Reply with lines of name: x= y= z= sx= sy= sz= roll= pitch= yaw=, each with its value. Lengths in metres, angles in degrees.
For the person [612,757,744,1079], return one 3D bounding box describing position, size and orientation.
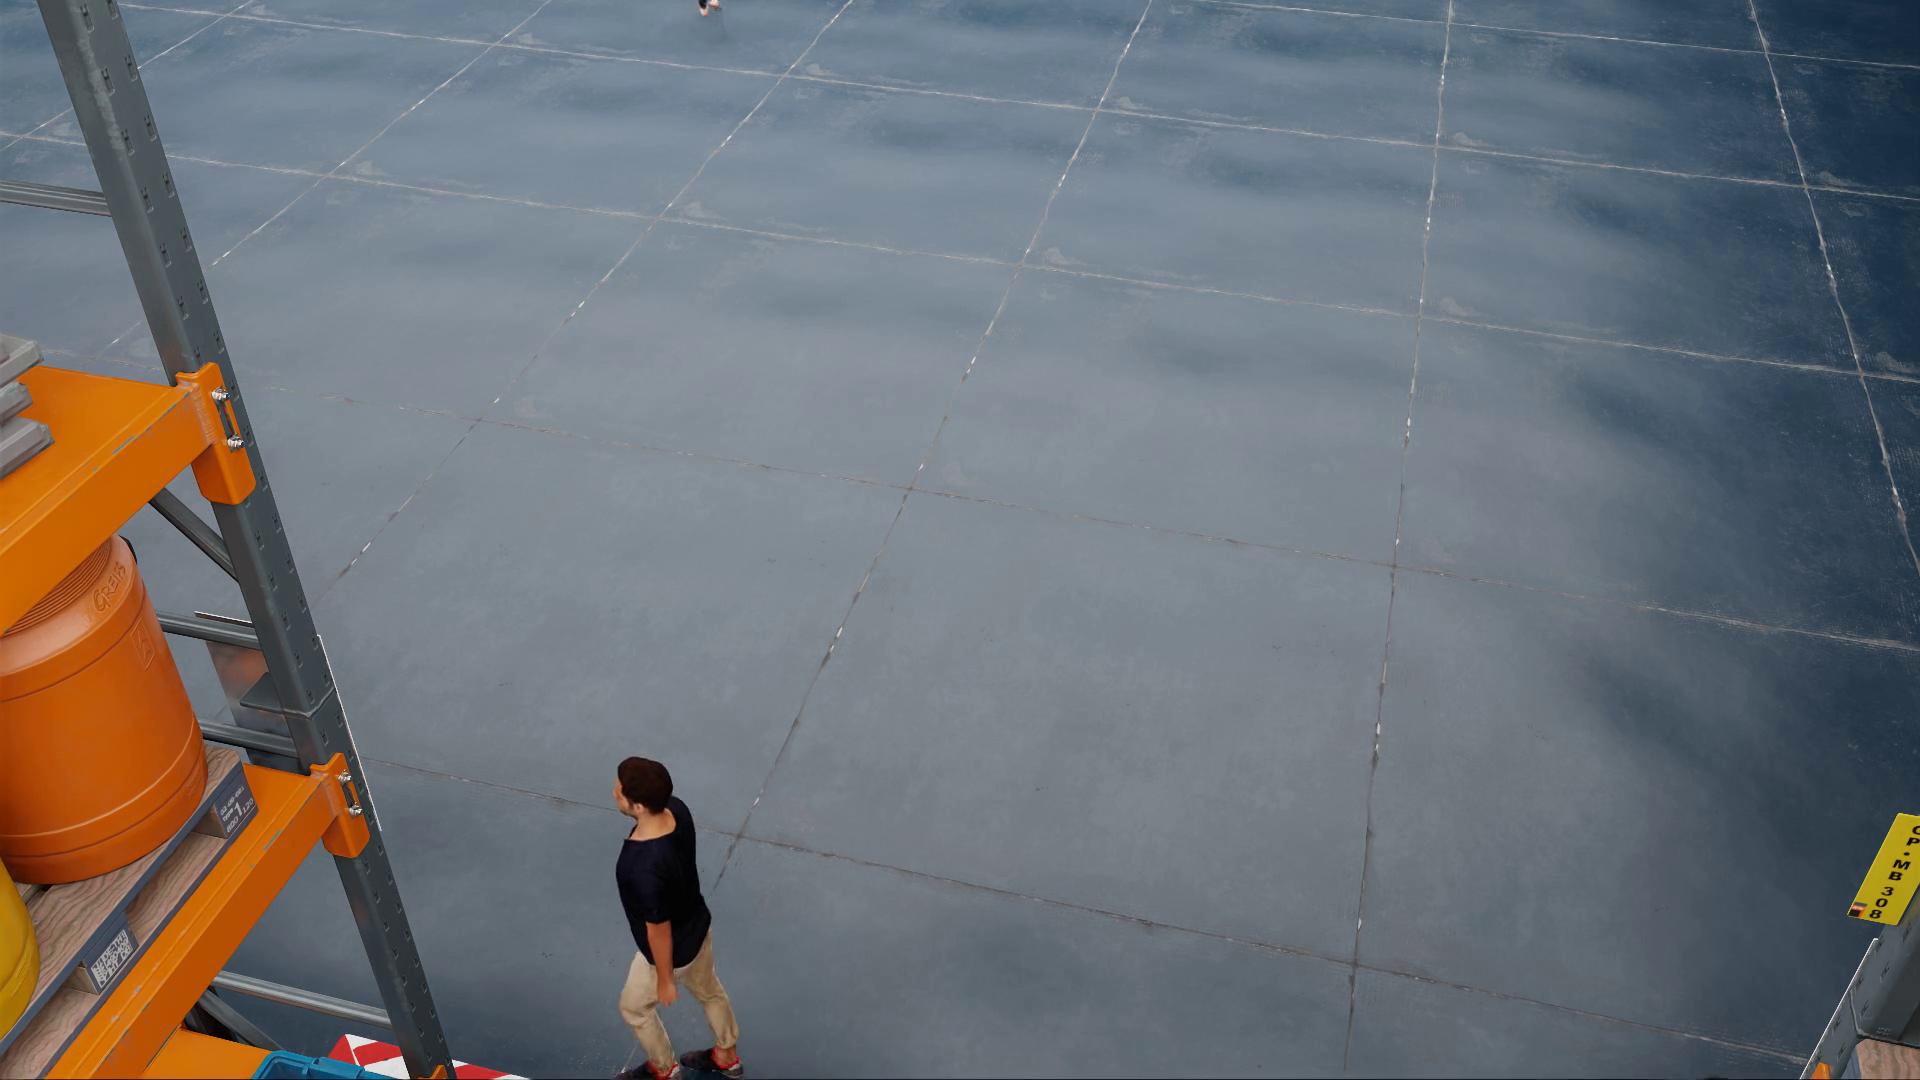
person: x=-1.048 y=1.573 z=6.568 sx=0.799 sy=1.839 sz=0.731 roll=4 pitch=38 yaw=6
